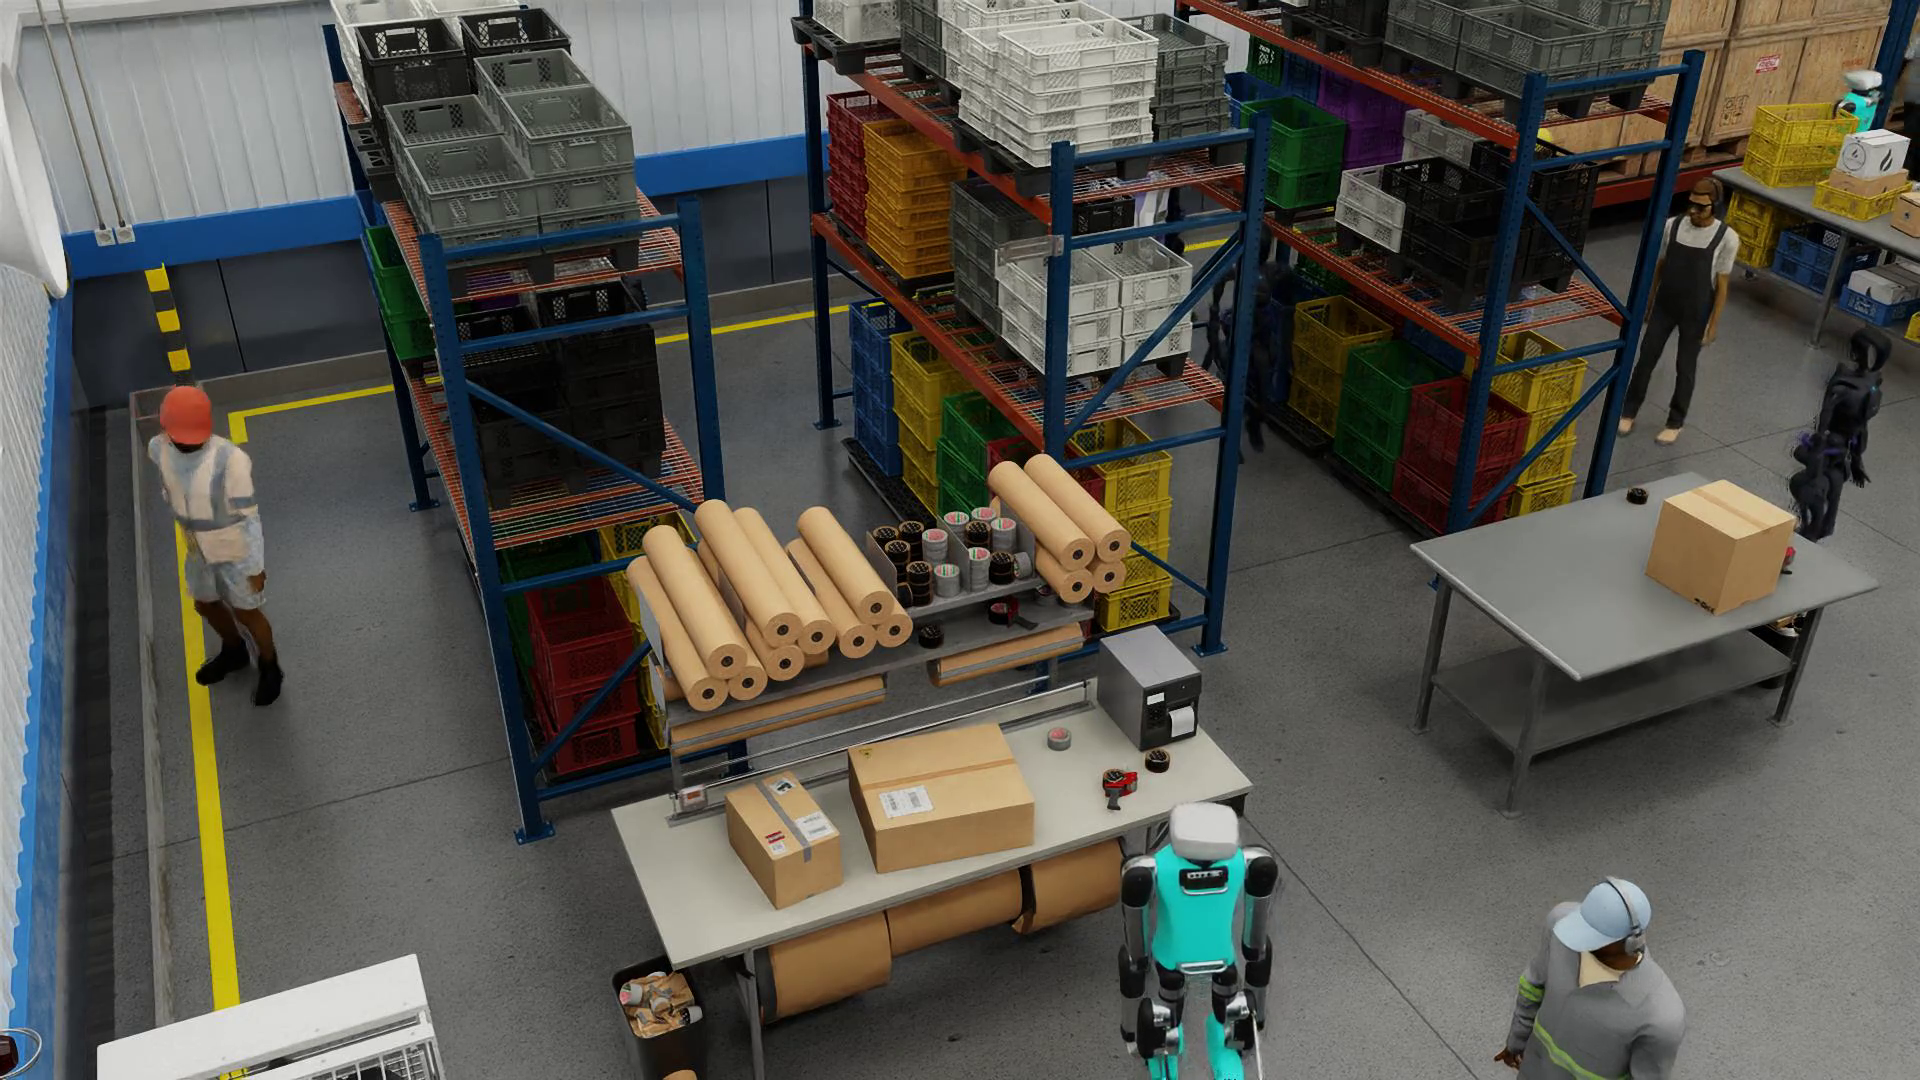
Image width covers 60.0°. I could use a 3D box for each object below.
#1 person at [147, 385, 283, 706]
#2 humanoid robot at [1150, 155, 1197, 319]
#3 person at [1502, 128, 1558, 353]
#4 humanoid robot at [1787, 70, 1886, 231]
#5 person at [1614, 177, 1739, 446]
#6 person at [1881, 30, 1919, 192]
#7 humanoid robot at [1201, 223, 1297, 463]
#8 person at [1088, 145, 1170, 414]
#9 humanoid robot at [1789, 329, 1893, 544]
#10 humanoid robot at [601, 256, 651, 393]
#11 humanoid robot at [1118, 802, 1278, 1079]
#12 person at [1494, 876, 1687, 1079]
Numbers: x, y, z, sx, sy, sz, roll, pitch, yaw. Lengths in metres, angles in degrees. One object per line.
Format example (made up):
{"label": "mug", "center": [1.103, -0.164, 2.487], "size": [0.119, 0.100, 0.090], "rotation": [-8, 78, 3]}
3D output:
{"label": "person", "center": [-3.746, 0.033, 8.371], "size": [0.627, 1.888, 0.485], "rotation": [8, 33, 13]}
{"label": "humanoid robot", "center": [1.498, -2.322, 12.437], "size": [0.778, 1.620, 0.588], "rotation": [-10, 33, -15]}
{"label": "person", "center": [4.036, -2.115, 11.976], "size": [0.524, 1.770, 0.305], "rotation": [-26, 40, -35]}
{"label": "humanoid robot", "center": [6.793, -2.864, 13.326], "size": [0.544, 1.893, 0.731], "rotation": [-20, 37, -29]}
{"label": "person", "center": [4.721, -1.488, 10.895], "size": [0.523, 1.836, 0.367], "rotation": [24, 39, 33]}
{"label": "person", "center": [8.527, -3.911, 14.853], "size": [1.032, 1.800, 0.524], "rotation": [-13, 34, -20]}
{"label": "humanoid robot", "center": [1.862, -1.269, 10.685], "size": [0.601, 1.640, 0.383], "rotation": [-1, 32, -1]}
{"label": "person", "center": [1.133, -1.831, 11.253], "size": [0.604, 2.045, 0.375], "rotation": [-12, 34, -19]}
{"label": "humanoid robot", "center": [4.817, -0.446, 9.353], "size": [0.596, 1.639, 0.498], "rotation": [-22, 38, -32]}
{"label": "humanoid robot", "center": [-2.037, -1.055, 10.324], "size": [0.315, 1.659, 0.599], "rotation": [-6, 32, -10]}
{"label": "humanoid robot", "center": [0.828, 1.781, 5.696], "size": [0.532, 1.779, 0.858], "rotation": [-3, 32, -5]}
{"label": "person", "center": [2.010, 1.816, 5.515], "size": [0.397, 1.847, 0.587], "rotation": [-13, 34, -21]}
